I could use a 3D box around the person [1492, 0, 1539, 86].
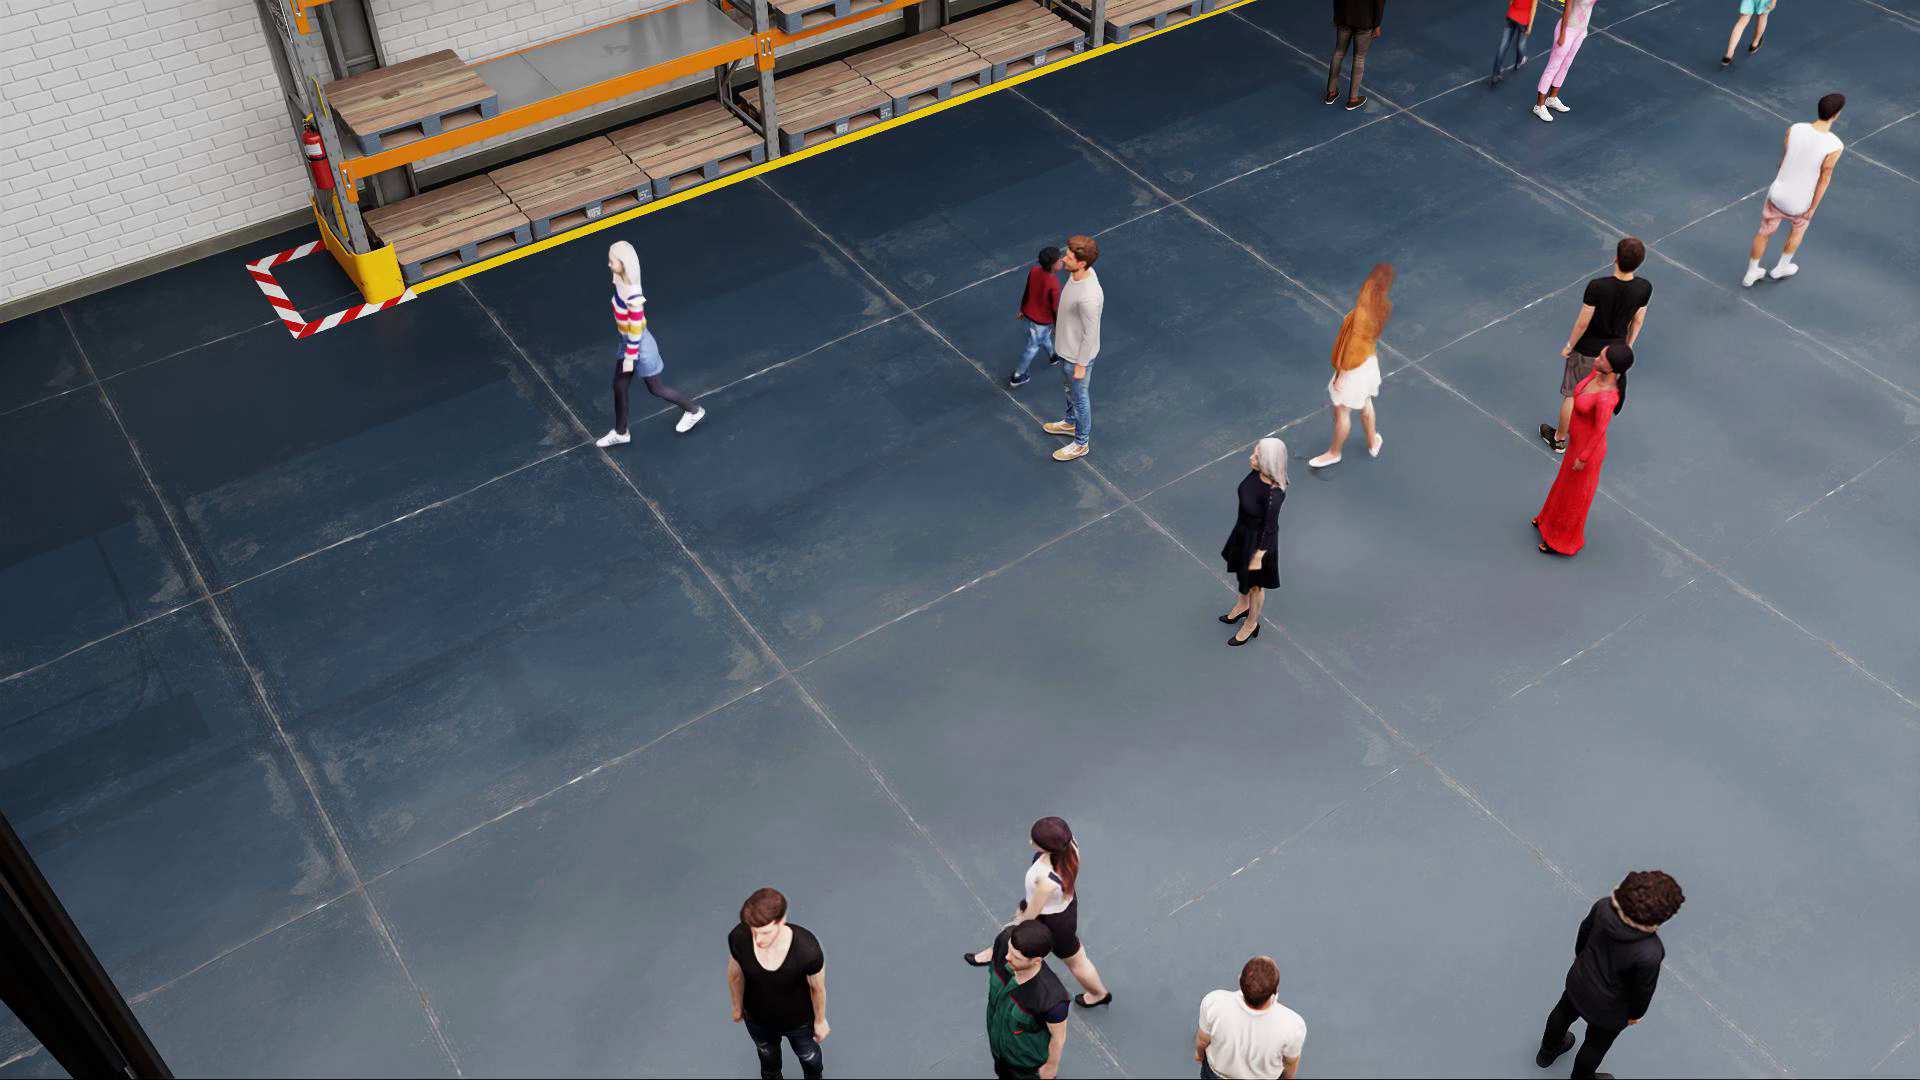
[{"bbox_3d":[5.603,-5.215,16.784,0.630,1.284,0.939,30,51,28],"label":"person"}]

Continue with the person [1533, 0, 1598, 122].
[{"bbox_3d":[5.943,-4.962,16.189,0.461,1.740,0.646,-29,51,-27],"label":"person"}]

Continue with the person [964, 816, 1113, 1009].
[{"bbox_3d":[0.586,2.058,8.926,1.076,1.594,1.035,10,44,10],"label":"person"}]

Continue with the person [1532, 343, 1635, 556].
[{"bbox_3d":[4.373,-0.644,11.624,0.776,1.784,0.725,4,44,4],"label":"person"}]

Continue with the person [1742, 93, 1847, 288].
[{"bbox_3d":[6.954,-2.893,13.995,0.785,1.770,0.680,-32,52,-29],"label":"person"}]

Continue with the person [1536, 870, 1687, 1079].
[{"bbox_3d":[3.320,2.283,8.556,0.624,1.778,0.661,-18,47,-18],"label":"person"}]

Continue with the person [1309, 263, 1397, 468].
[{"bbox_3d":[2.937,-1.237,12.320,0.908,1.683,0.697,19,47,19],"label":"person"}]

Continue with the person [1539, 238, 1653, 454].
[{"bbox_3d":[4.763,-1.439,12.403,0.710,1.861,0.834,-2,44,-3],"label":"person"}]

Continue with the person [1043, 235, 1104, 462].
[{"bbox_3d":[0.872,-1.439,12.371,0.729,1.904,0.752,-7,44,-7],"label":"person"}]

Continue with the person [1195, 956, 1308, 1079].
[{"bbox_3d":[1.373,2.620,8.146,0.753,1.856,0.775,14,45,14],"label":"person"}]

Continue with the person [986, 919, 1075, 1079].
[{"bbox_3d":[0.322,2.465,8.276,0.550,1.901,0.672,-25,49,-24],"label":"person"}]

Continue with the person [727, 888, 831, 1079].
[{"bbox_3d":[-0.905,2.347,8.403,0.750,1.897,0.805,8,44,8],"label":"person"}]

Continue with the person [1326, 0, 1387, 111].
[{"bbox_3d":[3.883,-5.104,16.294,0.729,1.800,0.671,26,50,25],"label":"person"}]

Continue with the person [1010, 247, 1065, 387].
[{"bbox_3d":[0.578,-1.761,13.205,0.851,1.221,0.535,-27,50,-26],"label":"person"}]

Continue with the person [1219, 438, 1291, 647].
[{"bbox_3d":[1.936,0.008,10.967,0.712,1.746,0.697,-5,44,-5],"label":"person"}]

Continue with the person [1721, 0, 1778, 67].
[{"bbox_3d":[8.152,-5.585,16.999,0.749,1.525,1.048,29,51,27],"label":"person"}]

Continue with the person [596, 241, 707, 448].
[{"bbox_3d":[-2.331,-1.452,12.481,1.122,1.772,0.706,-22,48,-21],"label":"person"}]
